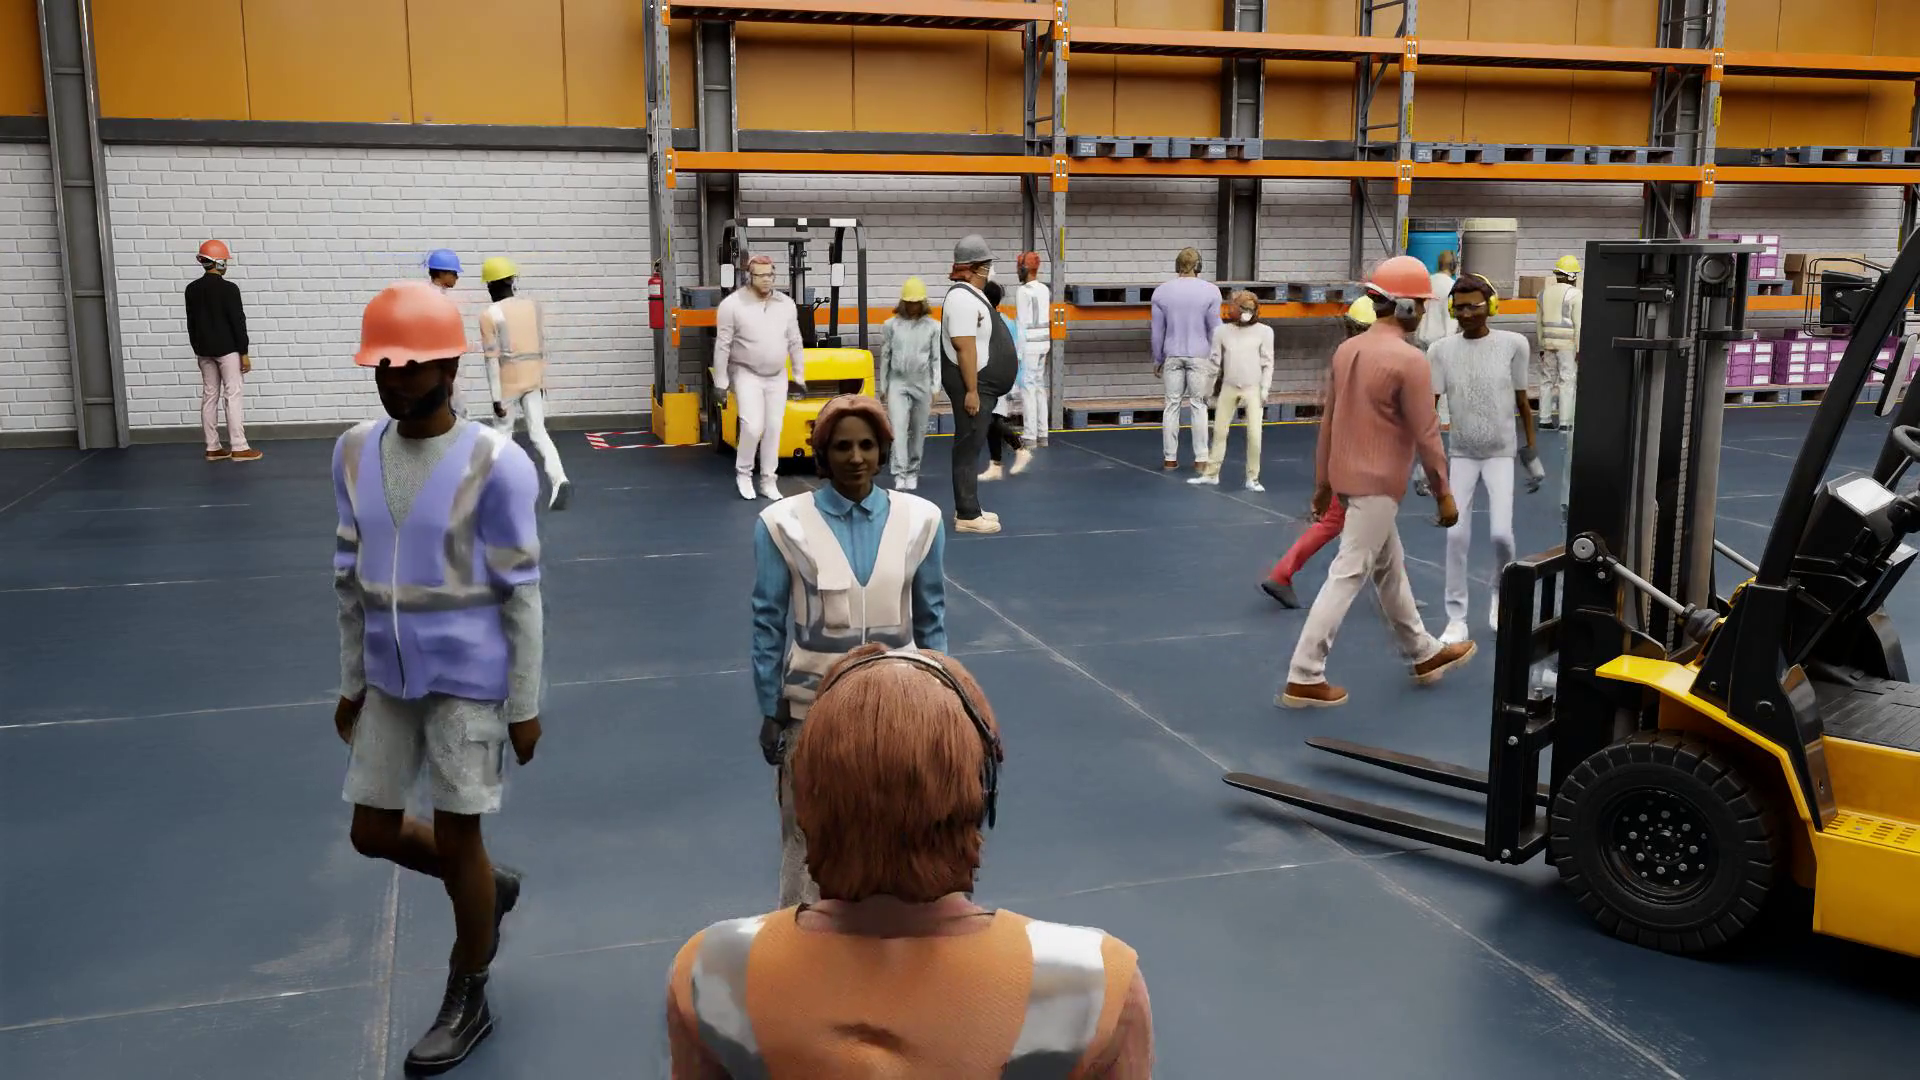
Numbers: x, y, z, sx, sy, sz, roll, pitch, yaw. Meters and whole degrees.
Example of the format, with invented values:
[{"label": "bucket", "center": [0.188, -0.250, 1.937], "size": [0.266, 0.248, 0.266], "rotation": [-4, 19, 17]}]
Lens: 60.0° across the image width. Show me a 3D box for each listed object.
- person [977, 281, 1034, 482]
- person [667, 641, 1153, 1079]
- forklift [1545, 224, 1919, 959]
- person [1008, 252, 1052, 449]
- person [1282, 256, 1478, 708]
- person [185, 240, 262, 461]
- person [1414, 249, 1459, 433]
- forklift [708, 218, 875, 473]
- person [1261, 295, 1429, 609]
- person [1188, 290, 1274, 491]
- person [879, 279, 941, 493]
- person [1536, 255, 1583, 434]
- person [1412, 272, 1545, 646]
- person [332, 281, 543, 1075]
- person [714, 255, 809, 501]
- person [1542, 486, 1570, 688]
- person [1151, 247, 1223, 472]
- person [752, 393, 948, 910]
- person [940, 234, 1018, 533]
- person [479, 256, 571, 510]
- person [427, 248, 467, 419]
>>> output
[{"label": "person", "center": [0.318, -1.299, 13.676], "size": [0.433, 1.674, 0.573], "rotation": [-5, 11, -25]}, {"label": "person", "center": [-0.059, 0.915, 1.696], "size": [0.526, 1.620, 0.575], "rotation": [2, 11, 12]}, {"label": "forklift", "center": [2.909, 0.117, 4.508], "size": [2.313, 2.155, 1.214], "rotation": [9, 14, 40]}, {"label": "person", "center": [0.679, -1.813, 15.955], "size": [0.347, 1.882, 0.577], "rotation": [5, 12, 26]}, {"label": "person", "center": [1.854, -0.244, 7.192], "size": [1.040, 1.932, 0.625], "rotation": [-3, 11, -15]}, {"label": "person", "center": [-6.677, -1.702, 15.029], "size": [0.612, 1.995, 0.376], "rotation": [3, 11, 18]}, {"label": "person", "center": [4.822, -2.045, 17.178], "size": [0.768, 1.914, 0.629], "rotation": [-3, 11, -17]}, {"label": "forklift", "center": [-1.522, -1.778, 14.899], "size": [1.214, 2.155, 2.313], "rotation": [-3, 11, -17]}, {"label": "person", "center": [2.087, -0.458, 8.974], "size": [0.903, 1.721, 0.525], "rotation": [1, 10, 5]}, {"label": "person", "center": [2.173, -1.200, 13.373], "size": [0.704, 1.605, 0.361], "rotation": [5, 11, 24]}, {"label": "person", "center": [-0.379, -1.194, 13.054], "size": [0.497, 1.689, 0.892], "rotation": [-1, 10, -4]}, {"label": "person", "center": [6.230, -2.016, 17.193], "size": [0.403, 1.833, 0.586], "rotation": [-6, 12, -28]}, {"label": "person", "center": [2.602, -0.402, 8.303], "size": [0.582, 1.848, 0.683], "rotation": [6, 12, 30]}, {"label": "person", "center": [-1.269, 0.325, 4.115], "size": [0.569, 1.920, 0.527], "rotation": [3, 11, 18]}, {"label": "person", "center": [-1.519, -1.225, 12.717], "size": [0.685, 1.887, 0.426], "rotation": [-7, 12, -33]}, {"label": "person", "center": [2.959, -0.118, 7.393], "size": [0.719, 1.602, 0.560], "rotation": [1, 10, 3]}, {"label": "person", "center": [1.957, -1.548, 14.354], "size": [0.627, 1.934, 0.370], "rotation": [4, 11, 21]}, {"label": "person", "center": [-0.275, 0.439, 4.262], "size": [0.514, 1.640, 0.315], "rotation": [-3, 11, -17]}, {"label": "person", "center": [0.133, -1.081, 11.500], "size": [0.538, 2.000, 0.688], "rotation": [0, 10, 1]}, {"label": "person", "center": [-3.271, -1.166, 12.389], "size": [0.872, 1.893, 0.596], "rotation": [9, 14, 41]}, {"label": "person", "center": [-4.209, -1.387, 13.484], "size": [0.465, 1.926, 0.618], "rotation": [-2, 11, -13]}]
